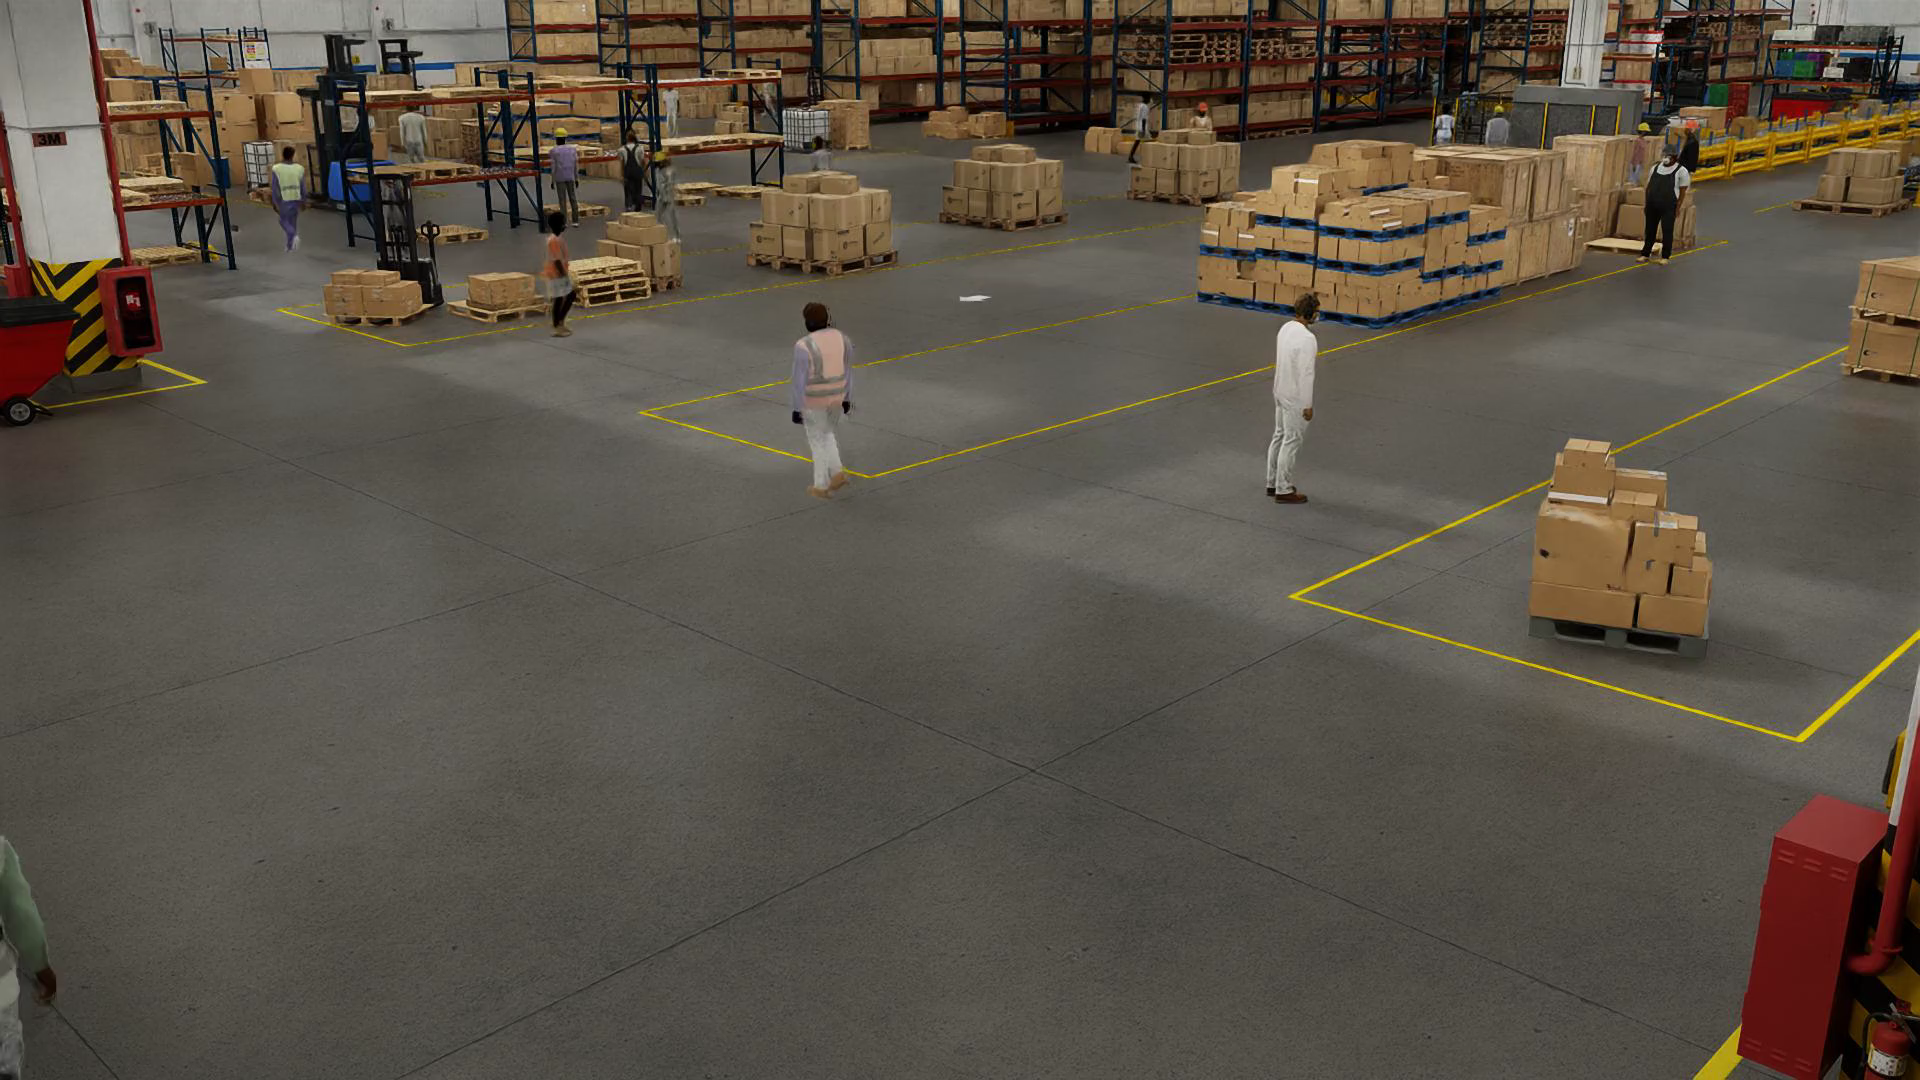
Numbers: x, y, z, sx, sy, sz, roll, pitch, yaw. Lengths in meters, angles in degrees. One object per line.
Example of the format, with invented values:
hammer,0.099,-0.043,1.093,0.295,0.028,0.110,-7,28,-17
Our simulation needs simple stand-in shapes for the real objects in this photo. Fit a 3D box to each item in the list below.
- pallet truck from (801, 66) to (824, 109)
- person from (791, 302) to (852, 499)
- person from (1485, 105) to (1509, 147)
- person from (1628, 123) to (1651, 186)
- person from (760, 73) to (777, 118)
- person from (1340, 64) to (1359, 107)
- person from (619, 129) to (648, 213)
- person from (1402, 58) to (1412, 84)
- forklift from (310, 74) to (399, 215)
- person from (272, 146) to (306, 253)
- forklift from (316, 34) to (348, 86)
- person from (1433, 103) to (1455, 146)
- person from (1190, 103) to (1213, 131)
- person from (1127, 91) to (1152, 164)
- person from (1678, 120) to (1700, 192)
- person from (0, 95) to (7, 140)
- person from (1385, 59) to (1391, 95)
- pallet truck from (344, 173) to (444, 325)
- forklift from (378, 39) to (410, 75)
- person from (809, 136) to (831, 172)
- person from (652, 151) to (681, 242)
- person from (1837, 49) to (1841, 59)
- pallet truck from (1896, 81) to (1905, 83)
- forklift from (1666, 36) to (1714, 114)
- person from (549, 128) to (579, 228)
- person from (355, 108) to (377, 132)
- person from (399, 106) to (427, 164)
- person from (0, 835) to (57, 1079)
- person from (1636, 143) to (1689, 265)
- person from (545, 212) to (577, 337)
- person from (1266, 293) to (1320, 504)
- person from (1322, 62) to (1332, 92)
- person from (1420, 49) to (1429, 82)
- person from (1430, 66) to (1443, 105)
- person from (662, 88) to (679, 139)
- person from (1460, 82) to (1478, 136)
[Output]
pallet truck,-4.812,-15.182,56.903,0.823,1.965,1.885,-9,21,-26
person,-1.282,-1.270,15.252,0.445,1.827,0.654,16,24,40
person,13.018,-9.666,40.563,0.630,1.814,0.584,-4,19,-11
person,14.707,-8.141,36.049,0.331,1.768,0.526,14,23,35
person,-7.019,-16.280,60.833,0.842,1.599,0.513,-17,25,-41
person,14.307,-16.442,60.900,0.811,1.875,0.647,-11,22,-31
person,-6.587,-7.368,33.634,0.522,1.825,0.437,0,18,-1
person,21.134,-22.192,78.602,0.514,1.629,0.315,-16,24,-40
forklift,-12.814,-8.326,34.866,1.873,2.768,1.129,17,25,41
person,-11.851,-6.016,29.477,0.641,1.876,0.640,17,25,42
forklift,-24.092,-18.092,64.290,1.129,2.768,1.873,17,25,41
person,12.642,-10.517,43.337,0.541,1.679,0.608,-5,19,-14
person,5.869,-9.720,40.627,0.548,1.896,1.013,-5,19,-14
person,4.956,-11.028,44.519,0.994,1.914,0.630,-4,19,-12
person,14.772,-7.522,33.828,0.386,1.993,0.622,6,19,17
person,-29.169,-13.123,50.826,0.565,1.912,0.541,8,20,22
person,18.623,-20.558,73.210,0.502,1.928,0.625,-16,24,-39
pallet truck,-8.209,-4.181,23.757,0.823,1.965,1.885,3,19,9
forklift,-19.793,-16.149,58.437,1.873,2.768,1.129,17,25,41
person,-2.717,-6.926,32.336,0.487,1.803,1.015,-10,21,-28
person,-5.441,-6.279,30.541,0.479,1.689,0.763,15,24,39
person,41.198,-22.274,78.299,0.415,1.985,0.611,14,23,36
pallet truck,34.802,-16.331,61.455,0.653,1.274,1.630,17,25,41
forklift,27.341,-17.291,61.877,1.129,2.768,1.873,17,25,41
person,-7.792,-7.112,32.699,0.614,1.923,0.382,-15,23,-38
person,-14.500,-9.737,40.710,0.656,1.859,0.488,9,21,26
person,-13.274,-9.688,40.444,0.634,1.938,0.350,-9,20,-25
person,-3.754,1.671,6.244,0.624,1.927,0.611,-6,19,-16
person,11.949,-5.713,28.306,0.538,2.000,0.683,-17,25,-42
person,-5.380,-3.563,22.387,0.372,1.680,0.539,0,18,0
person,3.052,-1.291,15.178,0.390,1.925,0.624,-3,19,-10
person,16.832,-21.303,75.692,0.930,1.790,0.591,-17,25,-41
person,21.224,-21.503,76.138,1.018,1.887,0.543,-14,23,-37
person,18.690,-17.769,65.278,0.530,1.620,0.365,17,25,42
person,-8.864,-13.119,50.966,0.535,1.823,0.586,0,18,1
person,16.194,-13.703,52.931,0.557,1.674,0.593,5,19,16
